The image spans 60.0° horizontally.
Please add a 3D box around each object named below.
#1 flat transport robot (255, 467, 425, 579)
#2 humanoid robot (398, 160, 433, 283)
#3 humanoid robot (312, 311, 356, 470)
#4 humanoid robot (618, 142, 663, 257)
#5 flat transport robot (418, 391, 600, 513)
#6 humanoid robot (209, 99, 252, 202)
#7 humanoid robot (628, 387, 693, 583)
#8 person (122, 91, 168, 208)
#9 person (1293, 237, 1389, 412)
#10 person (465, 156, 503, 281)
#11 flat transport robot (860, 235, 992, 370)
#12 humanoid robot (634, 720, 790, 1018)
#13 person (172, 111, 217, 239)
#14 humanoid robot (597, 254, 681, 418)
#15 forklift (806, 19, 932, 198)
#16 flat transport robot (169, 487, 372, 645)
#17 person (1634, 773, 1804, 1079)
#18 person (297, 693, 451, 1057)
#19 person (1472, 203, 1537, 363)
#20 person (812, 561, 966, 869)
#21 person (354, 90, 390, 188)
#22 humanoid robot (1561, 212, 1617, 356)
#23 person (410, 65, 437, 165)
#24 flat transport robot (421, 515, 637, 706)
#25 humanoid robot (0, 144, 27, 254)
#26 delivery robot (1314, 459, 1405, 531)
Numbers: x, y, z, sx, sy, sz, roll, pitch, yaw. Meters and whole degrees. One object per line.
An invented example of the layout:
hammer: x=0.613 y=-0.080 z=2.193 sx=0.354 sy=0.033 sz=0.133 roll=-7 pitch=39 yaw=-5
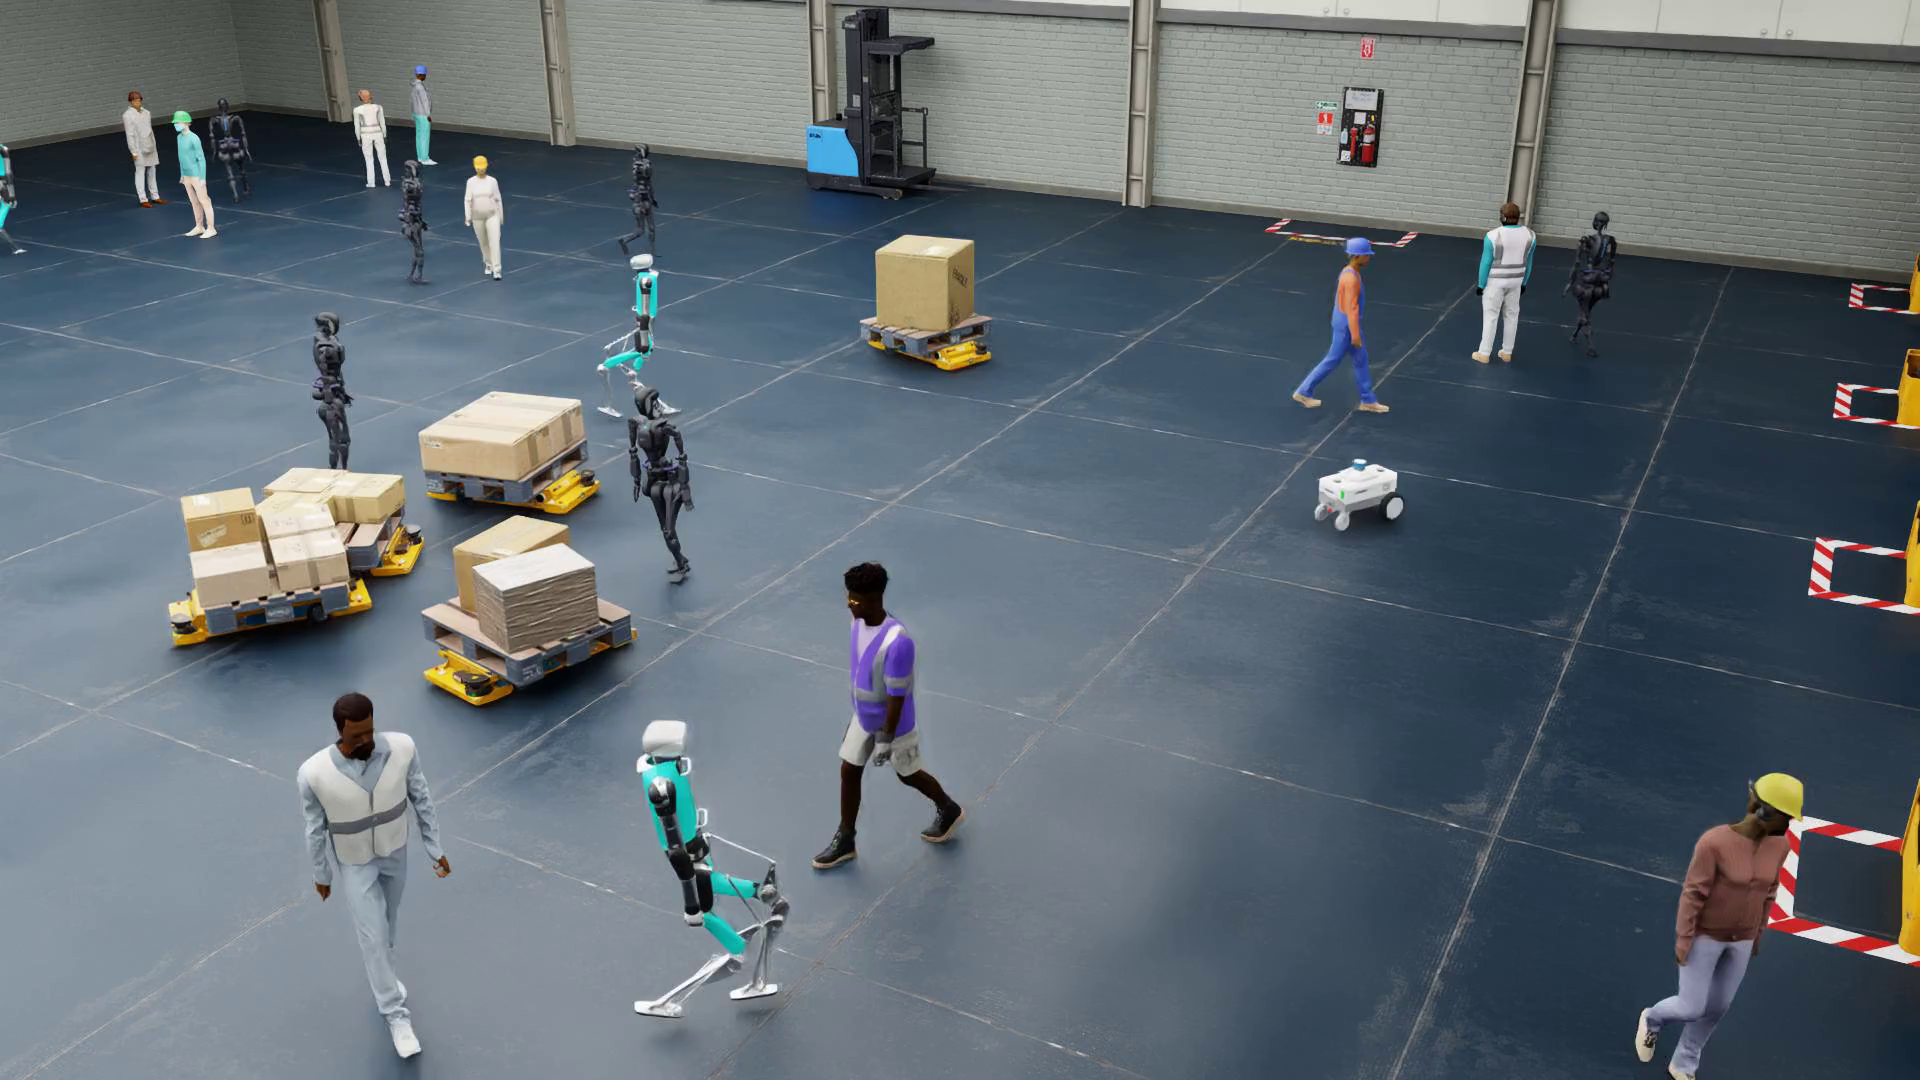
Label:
flat transport robot: x=-5.276 y=0.109 z=13.908 sx=1.431 sy=0.231 sz=0.659 roll=-2 pitch=23 yaw=-5
humanoid robot: x=-7.351 y=-4.269 z=22.332 sx=0.425 sy=1.649 sz=0.613 roll=1 pitch=23 yaw=2
humanoid robot: x=-5.811 y=-1.317 z=15.453 sx=0.371 sy=1.654 sz=0.613 roll=-3 pitch=23 yaw=-7
humanoid robot: x=-4.578 y=-4.849 z=23.688 sx=0.561 sy=1.641 sz=0.602 roll=6 pitch=24 yaw=13
flat transport robot: x=-4.129 y=-0.505 z=15.338 sx=1.431 sy=0.231 sz=0.659 roll=7 pitch=24 yaw=15
humanoid robot: x=-12.018 y=-6.424 z=27.388 sx=0.592 sy=1.627 sz=0.766 roll=-8 pitch=25 yaw=-18
humanoid robot: x=-2.383 y=-0.483 z=13.510 sx=0.600 sy=1.636 sz=0.439 roll=12 pitch=26 yaw=26
person: x=-13.201 y=-6.317 z=26.898 sx=0.369 sy=1.828 sz=0.504 roll=10 pitch=25 yaw=23
person: x=4.024 y=-2.240 z=17.380 sx=0.998 sy=1.860 sz=0.527 roll=7 pitch=24 yaw=16
person: x=-6.455 y=-4.369 z=22.579 sx=0.463 sy=1.656 sz=0.830 roll=-2 pitch=23 yaw=-4
flat transport robot: x=-0.381 y=-2.277 z=19.464 sx=0.659 sy=0.231 sz=1.431 roll=-21 pitch=31 yaw=-40
humanoid robot: x=-1.207 y=1.681 z=8.375 sx=1.011 sy=1.720 sz=0.536 roll=-4 pitch=24 yaw=-8
person: x=-11.445 y=-5.451 z=24.819 sx=0.517 sy=1.875 sz=0.358 roll=15 pitch=27 yaw=31
humanoid robot: x=-3.449 y=-2.053 z=17.142 sx=1.026 sy=1.772 sz=0.546 roll=-2 pitch=23 yaw=-5
forklift: x=-1.573 y=-7.292 z=27.850 sx=1.873 sy=2.768 sz=1.129 roll=12 pitch=26 yaw=25
flat transport robot: x=-5.385 y=0.502 z=12.995 sx=1.431 sy=0.231 sz=0.659 roll=-11 pitch=26 yaw=-24
person: x=3.643 y=1.889 z=7.933 sx=0.565 sy=1.711 sz=0.402 roll=-3 pitch=23 yaw=-8
person: x=-2.882 y=1.627 z=8.331 sx=0.607 sy=1.877 sz=0.926 roll=-19 pitch=30 yaw=-37
person: x=6.194 y=-2.933 z=19.005 sx=0.623 sy=1.840 sz=0.429 roll=-4 pitch=24 yaw=-9
person: x=-0.409 y=0.998 z=9.753 sx=0.961 sy=1.923 sz=0.605 roll=-16 pitch=28 yaw=-33
person: x=-10.029 y=-6.843 z=28.367 sx=0.513 sy=1.633 sz=0.315 roll=-13 pitch=26 yaw=-27
humanoid robot: x=7.350 y=-3.013 z=19.458 sx=0.608 sy=1.628 sz=0.786 roll=-7 pitch=24 yaw=-15
person: x=-9.783 y=-7.741 z=30.299 sx=0.396 sy=1.765 sz=0.511 roll=-14 pitch=27 yaw=-29
flat transport robot: x=-3.153 y=0.806 z=12.287 sx=0.659 sy=0.231 sz=1.431 roll=19 pitch=30 yaw=37
humanoid robot: x=-13.856 y=-4.830 z=23.575 sx=0.545 sy=1.762 sz=0.946 roll=10 pitch=25 yaw=21
delivery robot: x=3.554 y=-0.423 z=14.804 sx=0.799 sy=0.608 sz=0.499 roll=-14 pitch=27 yaw=-29
